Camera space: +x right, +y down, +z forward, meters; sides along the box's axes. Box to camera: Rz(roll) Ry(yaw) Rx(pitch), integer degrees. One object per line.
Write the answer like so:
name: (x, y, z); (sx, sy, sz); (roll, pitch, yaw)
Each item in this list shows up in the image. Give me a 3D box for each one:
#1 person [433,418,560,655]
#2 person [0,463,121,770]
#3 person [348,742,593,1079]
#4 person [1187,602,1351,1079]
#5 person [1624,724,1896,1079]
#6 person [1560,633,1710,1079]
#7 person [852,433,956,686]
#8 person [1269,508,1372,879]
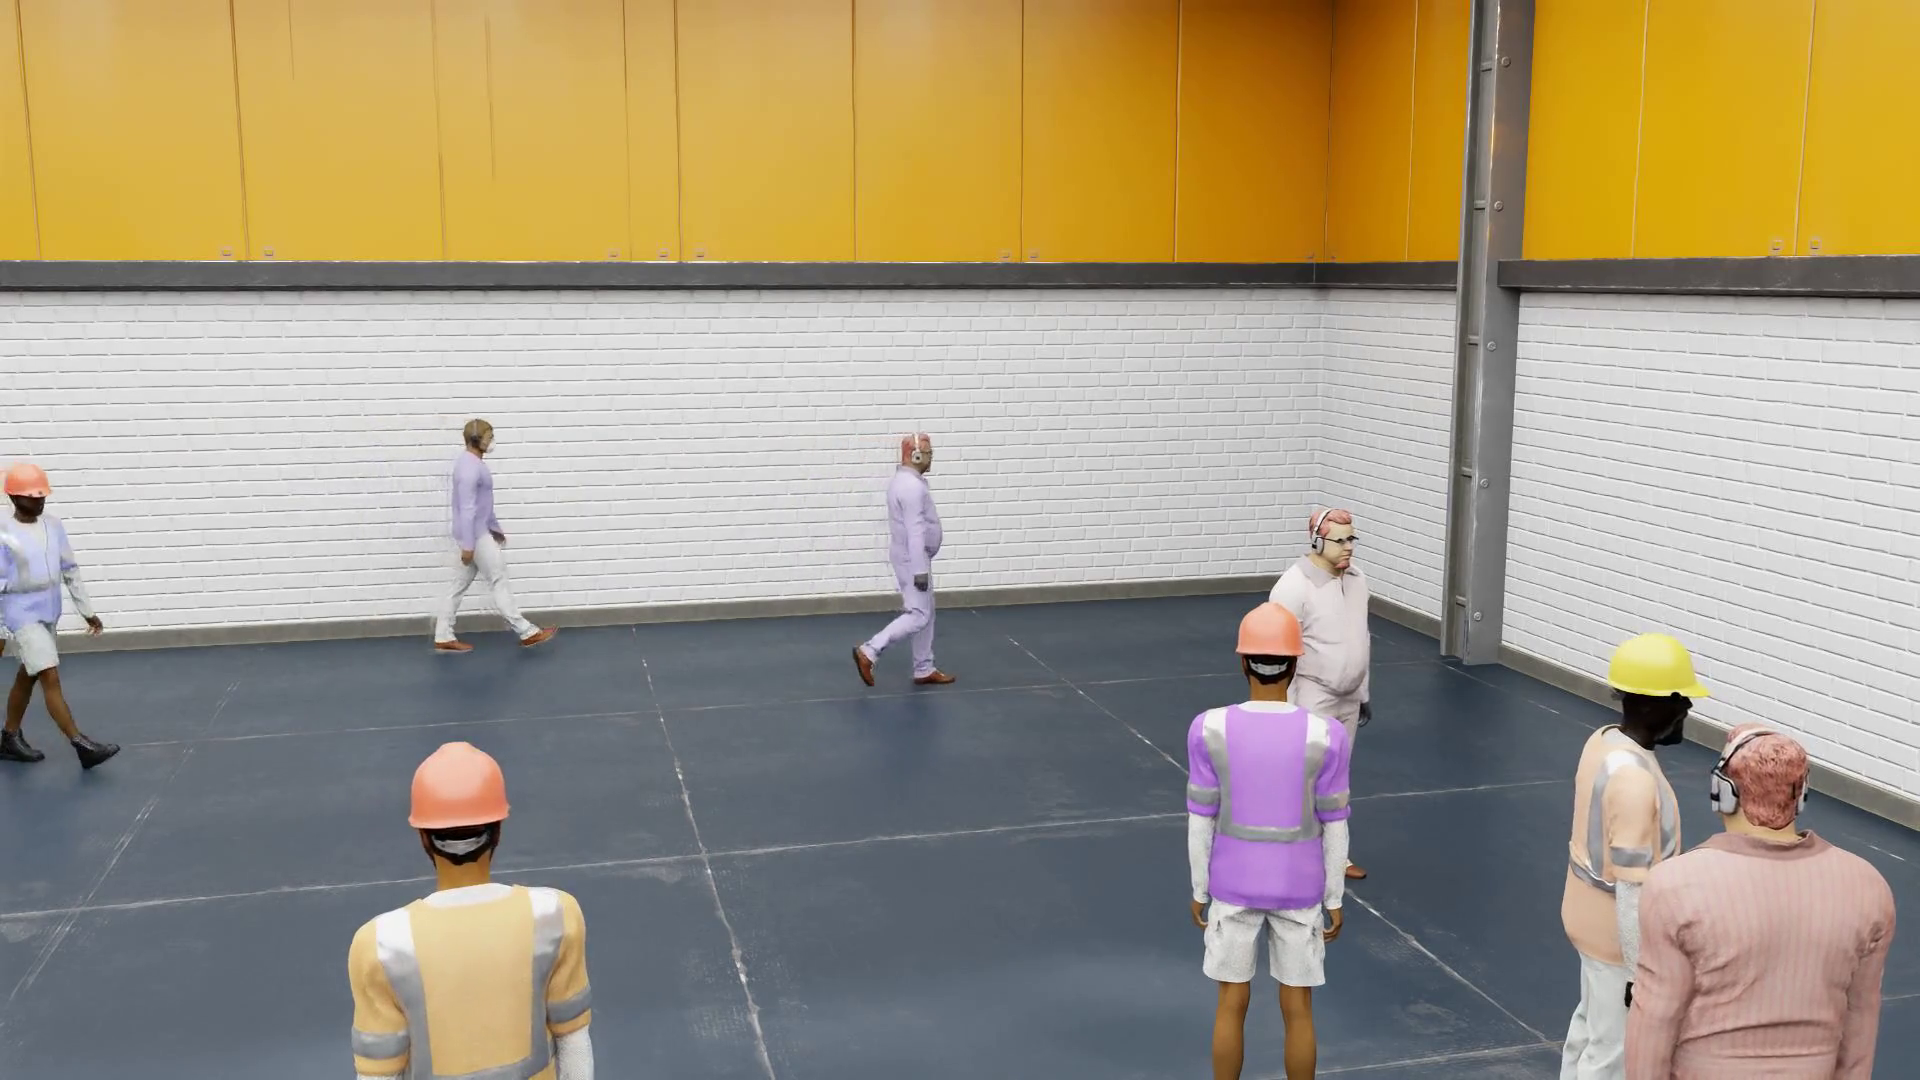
person: (-3.754, -0.026, 13.242); (1.014, 1.884, 0.652); (-3, 10, -18)
person: (-5.573, 0.468, 10.160); (0.978, 1.883, 0.572); (2, 9, 12)
person: (-1.160, 1.435, 3.992); (0.552, 1.932, 0.377); (-5, 10, -27)
person: (1.041, 1.168, 5.664); (0.543, 1.934, 0.362); (2, 9, 12)
person: (1.991, 1.406, 4.267); (0.652, 1.905, 0.408); (-1, 9, -4)
person: (2.102, 1.237, 5.253); (0.380, 1.928, 0.586); (2, 9, 13)
person: (-0.399, 0.159, 12.106); (0.686, 1.886, 0.651); (-1, 9, -6)
person: (1.796, 0.783, 8.187); (0.644, 1.902, 0.401); (-7, 12, -39)
